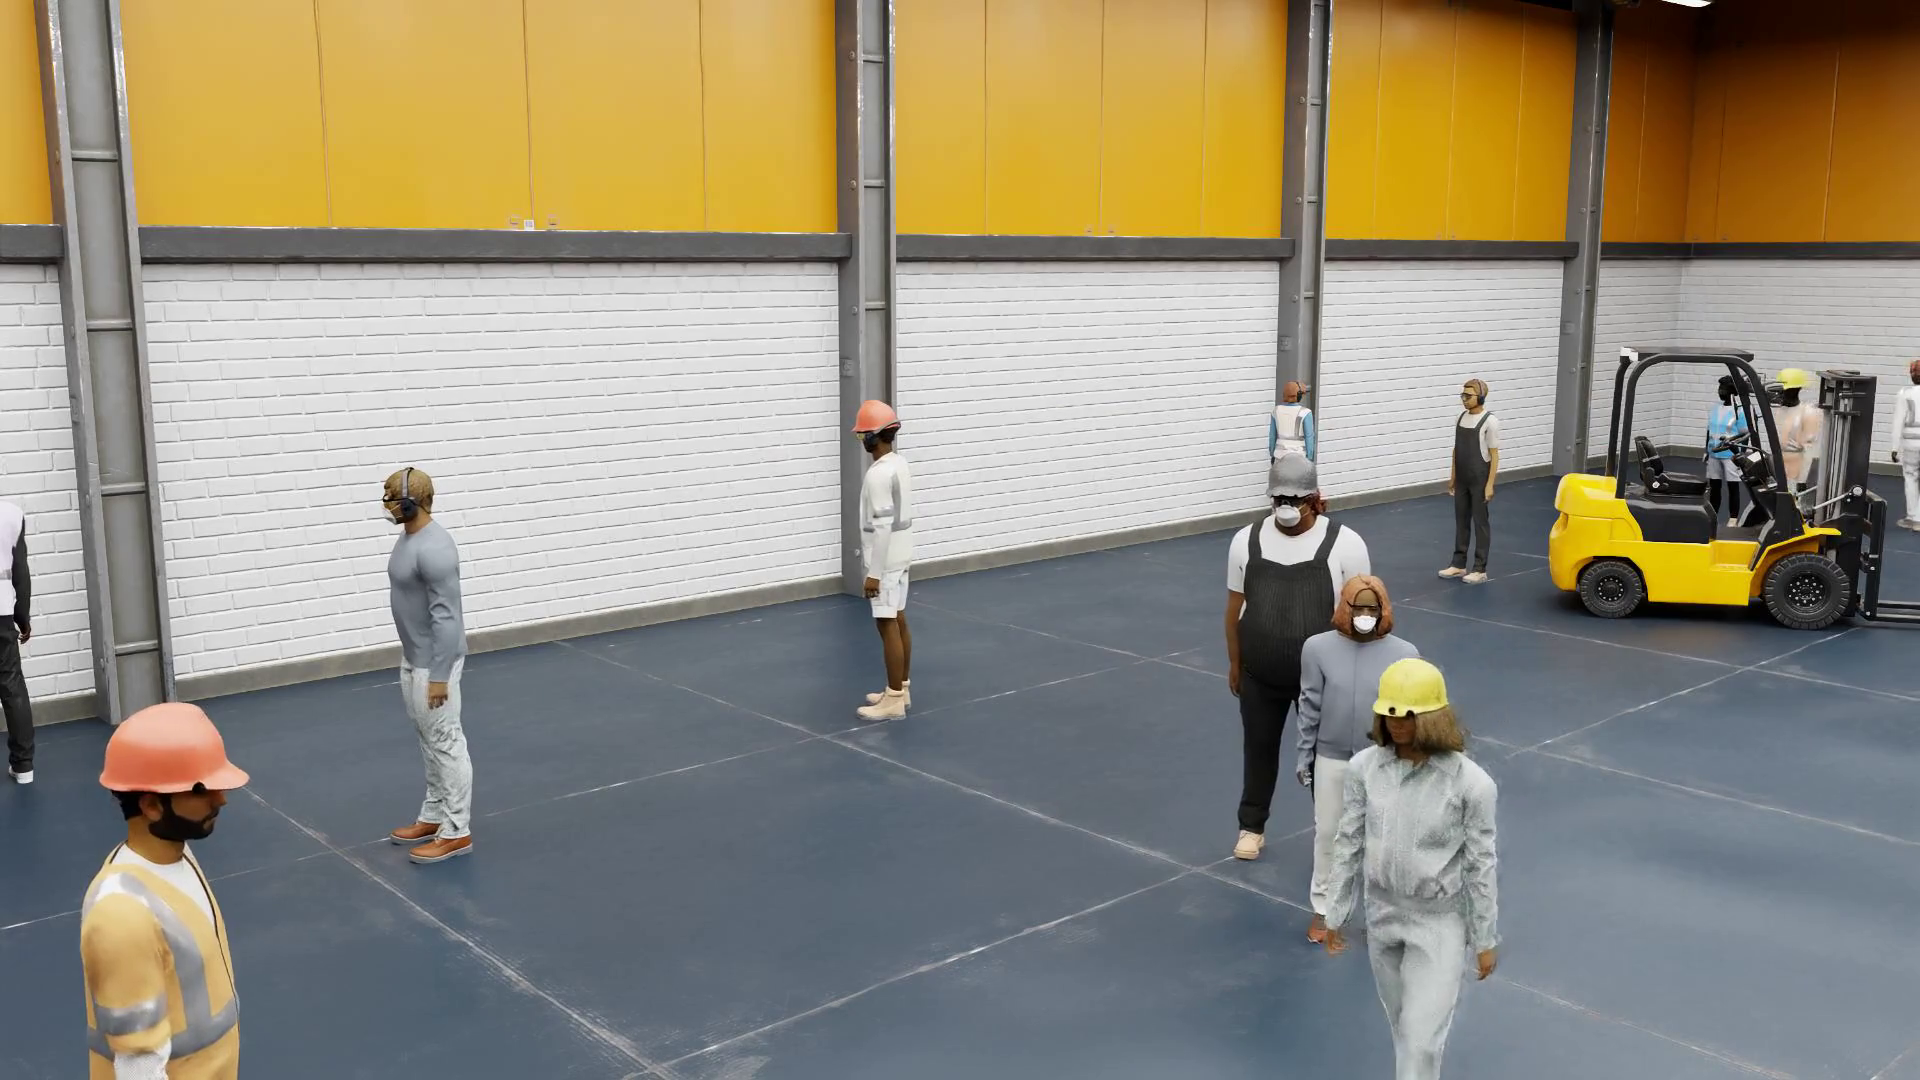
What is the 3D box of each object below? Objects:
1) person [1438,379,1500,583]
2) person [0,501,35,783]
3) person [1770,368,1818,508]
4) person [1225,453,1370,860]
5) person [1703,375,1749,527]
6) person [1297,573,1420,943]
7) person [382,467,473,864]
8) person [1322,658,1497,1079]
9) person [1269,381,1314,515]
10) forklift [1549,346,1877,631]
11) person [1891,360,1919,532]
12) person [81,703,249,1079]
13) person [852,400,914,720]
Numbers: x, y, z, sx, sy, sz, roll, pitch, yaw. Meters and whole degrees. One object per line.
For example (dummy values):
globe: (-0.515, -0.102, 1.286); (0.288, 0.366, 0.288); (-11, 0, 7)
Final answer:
person: (4.626, -0.533, 15.030); (0.350, 1.847, 0.506); (-5, 11, -27)
person: (-5.390, 0.440, 9.118); (0.391, 1.920, 0.587); (7, 12, 36)
person: (7.717, -0.649, 15.511); (0.453, 1.908, 0.604); (-2, 10, -10)
person: (1.585, 0.573, 7.982); (0.689, 2.000, 0.538); (4, 11, 24)
person: (8.092, -0.895, 17.587); (0.321, 1.696, 0.530); (-4, 11, -24)
person: (1.683, 0.938, 7.069); (0.502, 1.628, 0.286); (3, 10, 16)
person: (-2.601, 0.602, 8.124); (0.379, 1.937, 0.629); (-6, 11, -29)
person: (1.364, 1.215, 5.178); (0.510, 1.710, 0.778); (9, 13, 43)
person: (3.484, -0.850, 17.493); (0.522, 1.638, 0.310); (9, 13, 42)
forklift: (6.109, -0.478, 13.691); (2.313, 2.155, 1.214); (3, 10, 16)
person: (10.329, -1.006, 17.805); (0.705, 1.851, 0.608); (2, 10, 14)
person: (-1.809, 1.325, 3.893); (0.378, 1.933, 0.551); (-3, 10, -17)
person: (-0.498, 0.131, 10.575); (0.395, 2.040, 0.609); (2, 10, 11)
